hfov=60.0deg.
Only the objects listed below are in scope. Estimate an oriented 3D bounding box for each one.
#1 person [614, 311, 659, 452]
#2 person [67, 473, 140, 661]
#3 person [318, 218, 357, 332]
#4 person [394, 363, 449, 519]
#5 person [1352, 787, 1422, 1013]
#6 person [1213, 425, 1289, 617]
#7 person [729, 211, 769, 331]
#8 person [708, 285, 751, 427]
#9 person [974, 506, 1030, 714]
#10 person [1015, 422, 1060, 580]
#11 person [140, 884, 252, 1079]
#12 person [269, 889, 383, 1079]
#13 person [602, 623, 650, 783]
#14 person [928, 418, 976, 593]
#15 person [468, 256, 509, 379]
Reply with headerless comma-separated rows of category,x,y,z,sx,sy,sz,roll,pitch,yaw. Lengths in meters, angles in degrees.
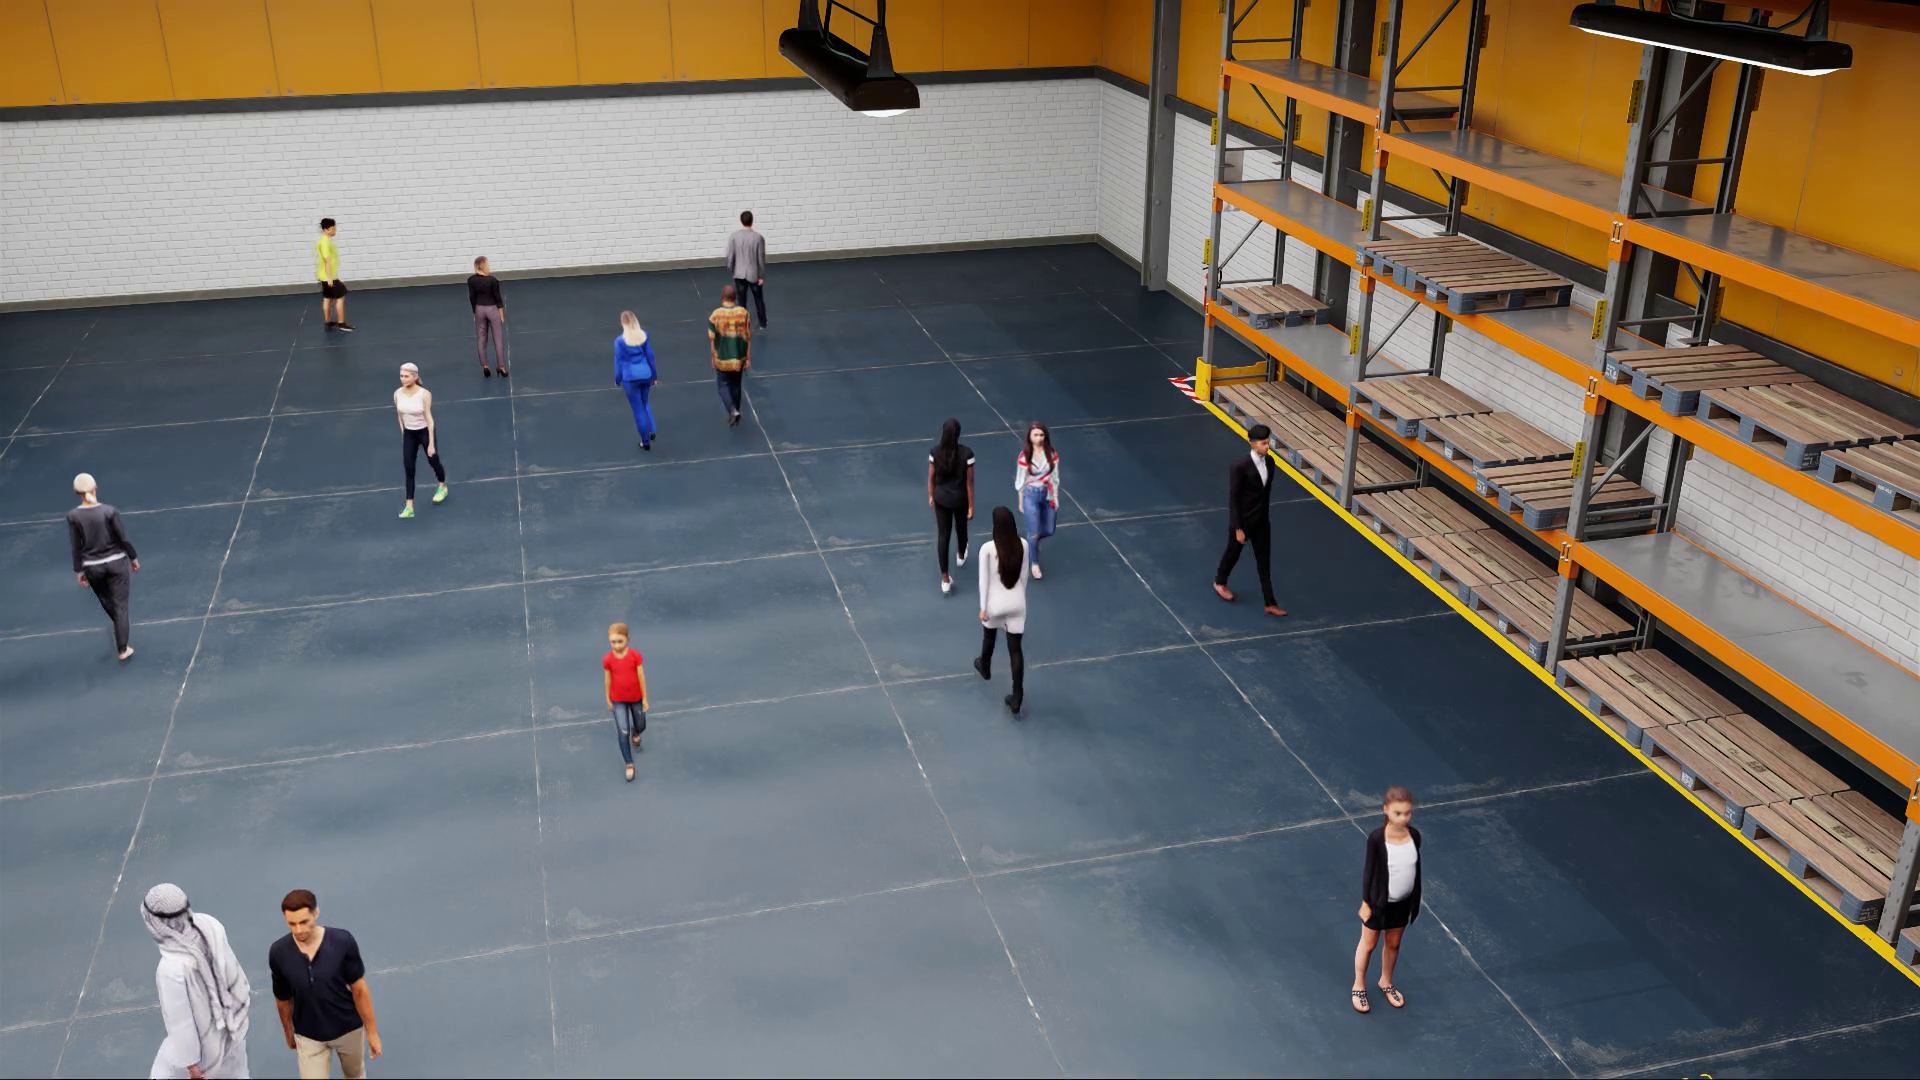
person,-3.782,-1.858,19.741,0.744,1.683,0.779,-19,30,-37
person,-7.661,0.271,14.884,0.665,1.672,1.101,-6,24,-14
person,-9.264,-3.878,24.358,0.832,1.687,0.634,-13,27,-27
person,-5.820,-1.117,18.089,0.973,1.650,1.242,5,24,11
person,2.702,2.248,10.508,0.539,1.556,0.559,-4,24,-10
person,2.678,-0.208,15.777,0.884,1.835,1.242,-12,26,-26
person,-3.061,-3.765,23.911,0.857,1.838,1.130,-1,24,-1
person,-2.815,-2.220,20.432,0.714,1.793,0.868,-8,25,-18
person,0.403,0.615,13.995,0.668,1.755,1.145,-8,25,-17
person,0.770,-0.437,16.587,0.629,1.605,0.800,-4,24,-9
person,-4.011,2.699,9.044,0.901,1.903,0.893,3,24,6
person,-3.497,2.658,9.237,0.705,1.823,1.030,-8,25,-19
person,-2.632,1.227,13.167,0.488,1.297,0.754,-5,24,-10
person,-0.102,-0.320,16.227,0.942,1.680,1.241,3,24,8
person,-6.351,-2.997,22.361,0.659,1.672,0.637,2,24,5
